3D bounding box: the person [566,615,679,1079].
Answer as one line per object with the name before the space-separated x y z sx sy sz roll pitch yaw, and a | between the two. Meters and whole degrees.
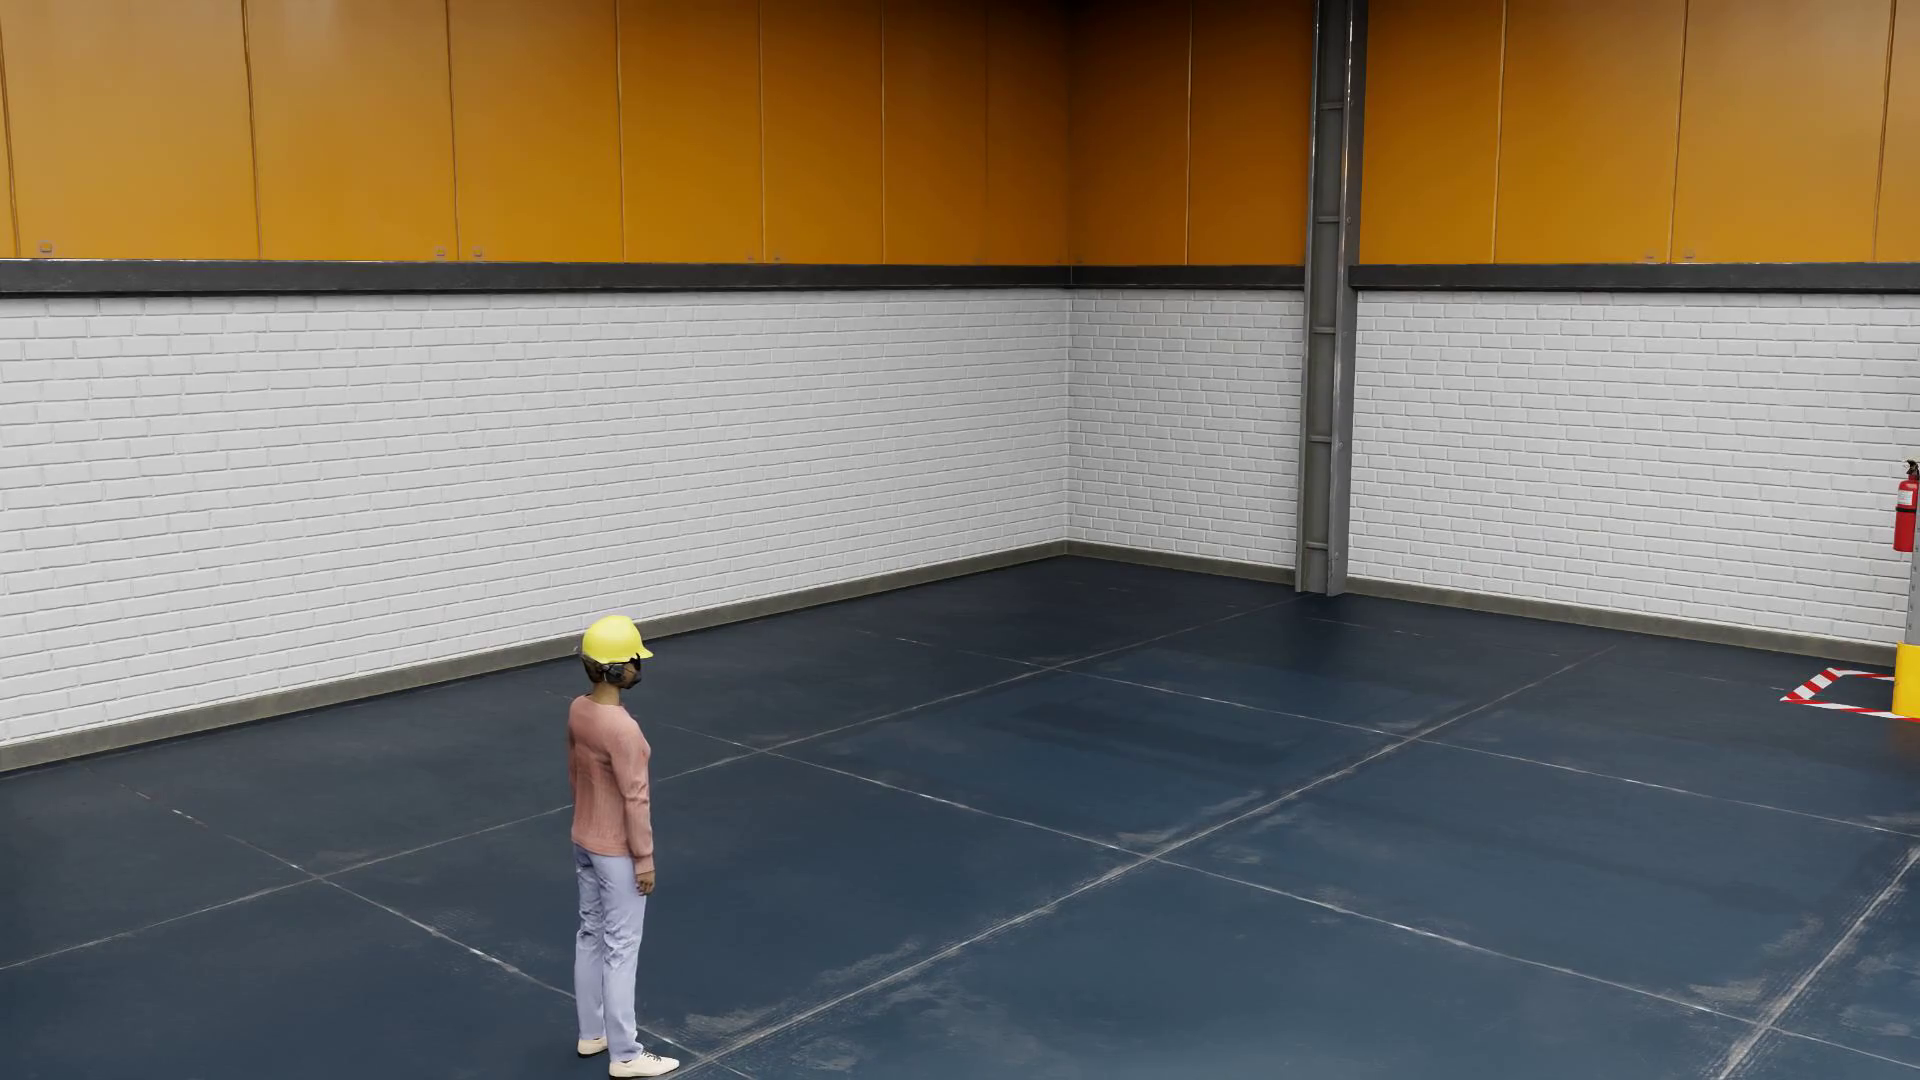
person | -1.302 1.157 6.317 0.312 1.768 0.530 -7 11 -37
